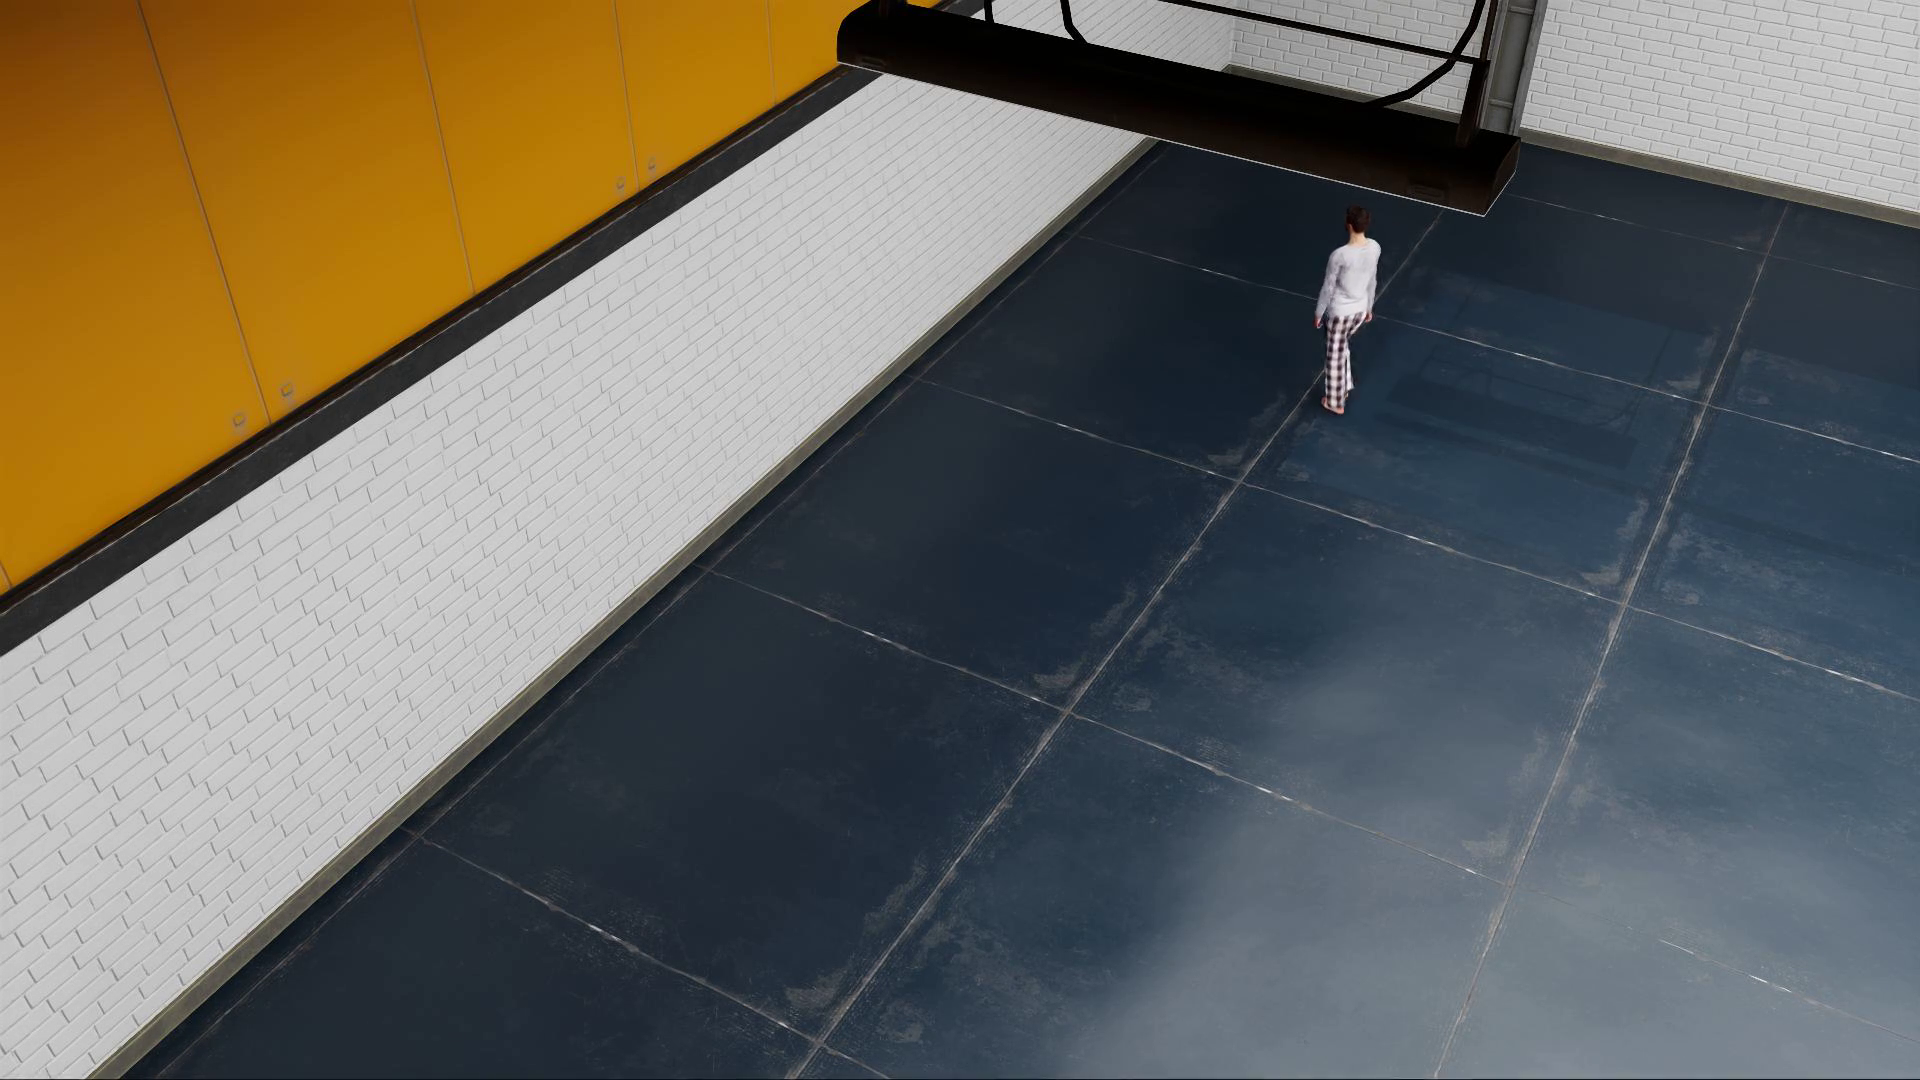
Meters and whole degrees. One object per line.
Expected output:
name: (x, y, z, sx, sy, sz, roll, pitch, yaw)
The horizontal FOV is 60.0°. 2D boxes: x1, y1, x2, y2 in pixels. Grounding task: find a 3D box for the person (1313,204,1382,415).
person: (3.175, -1.814, 13.448, 0.818, 1.837, 0.872, -16, 41, -19)
